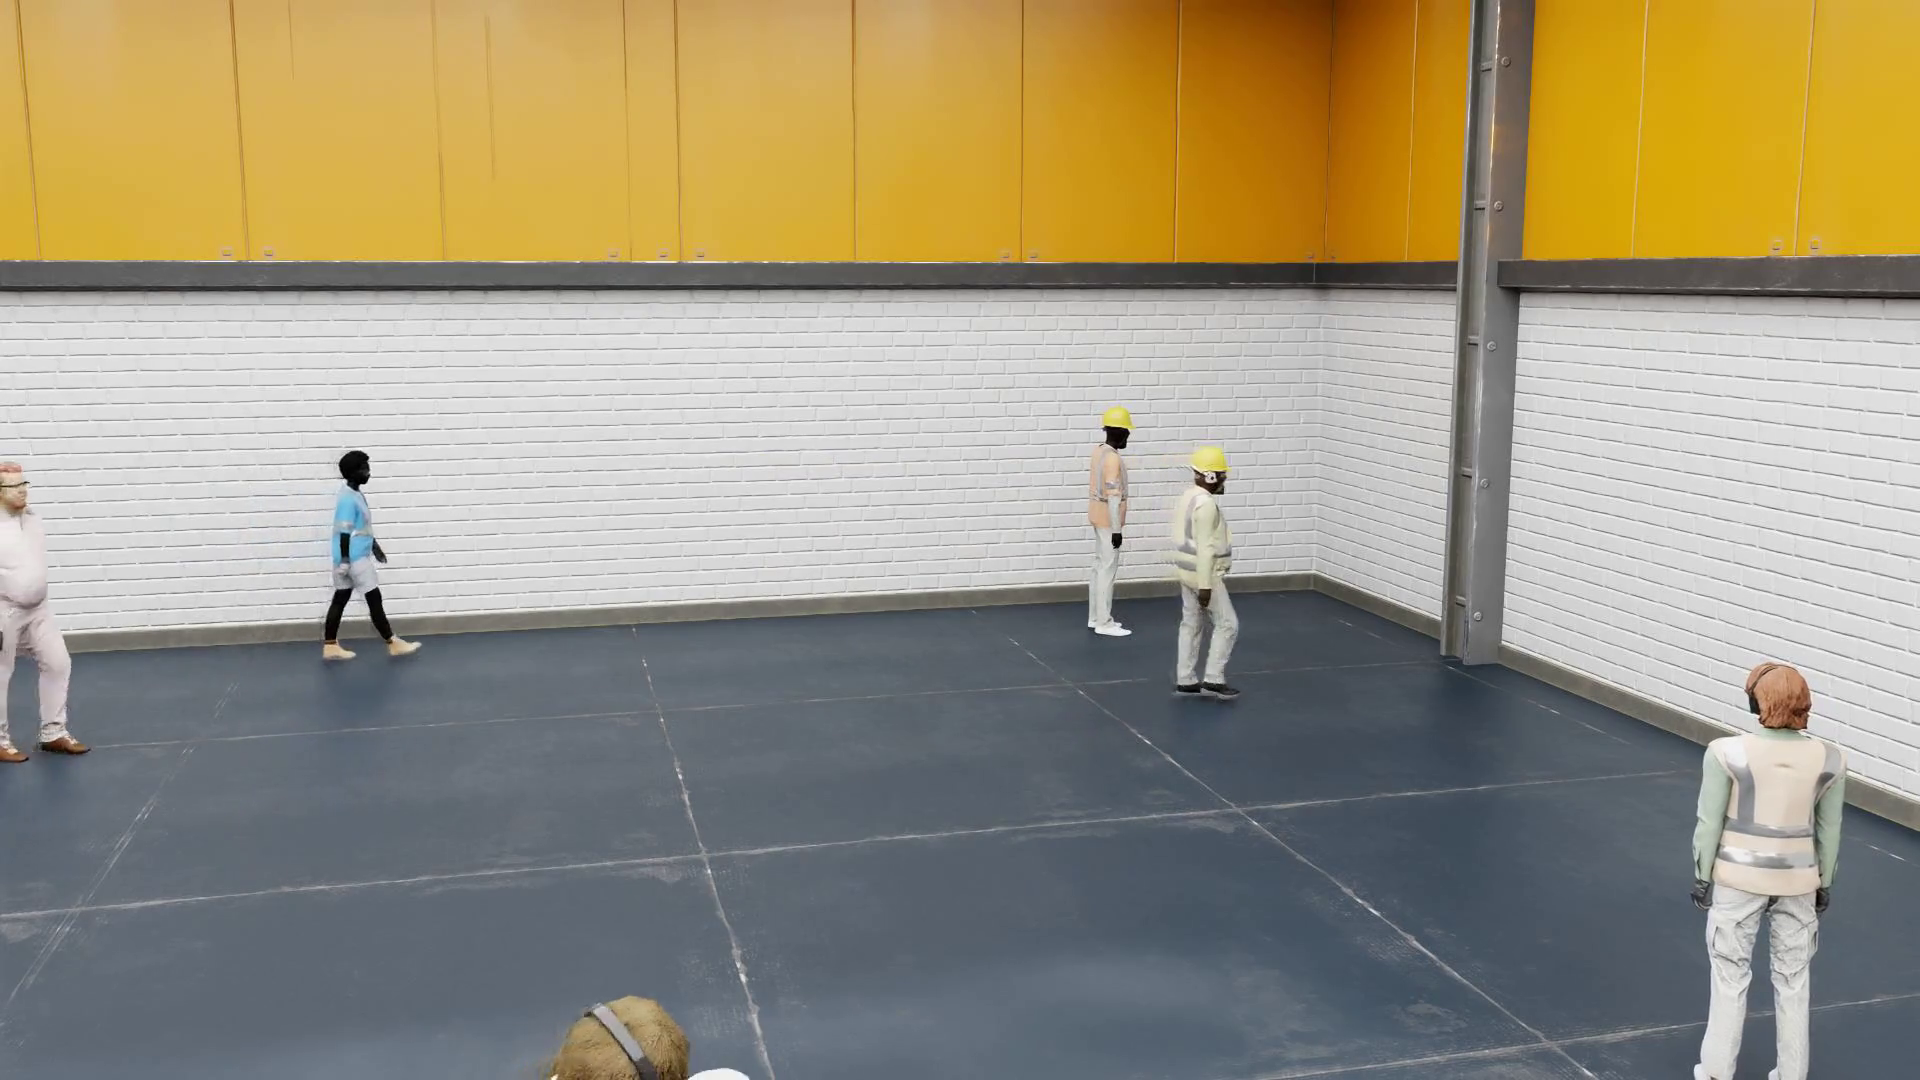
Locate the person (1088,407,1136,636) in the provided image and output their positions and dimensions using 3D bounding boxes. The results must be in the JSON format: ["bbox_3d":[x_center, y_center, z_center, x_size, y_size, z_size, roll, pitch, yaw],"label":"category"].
[{"bbox_3d":[1.272,-0.160,13.983,0.377,1.922,0.593,-1,9,-7],"label":"person"}]

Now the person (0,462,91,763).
[{"bbox_3d":[-5.779,0.457,10.263,0.723,1.880,0.674,2,9,11],"label":"person"}]

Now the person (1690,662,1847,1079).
[{"bbox_3d":[2.937,1.256,6.068,0.508,1.629,0.314,1,9,4],"label":"person"}]

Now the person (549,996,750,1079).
[{"bbox_3d":[-0.512,1.638,2.931,0.431,1.885,0.740,3,10,20],"label":"person"}]

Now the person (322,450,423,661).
[{"bbox_3d":[-4.639,0.128,13.014,0.819,1.655,0.539,-3,10,-20],"label":"person"}]

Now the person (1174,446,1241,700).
[{"bbox_3d":[1.806,0.242,11.800,0.568,1.813,0.625,-1,9,-5],"label":"person"}]
